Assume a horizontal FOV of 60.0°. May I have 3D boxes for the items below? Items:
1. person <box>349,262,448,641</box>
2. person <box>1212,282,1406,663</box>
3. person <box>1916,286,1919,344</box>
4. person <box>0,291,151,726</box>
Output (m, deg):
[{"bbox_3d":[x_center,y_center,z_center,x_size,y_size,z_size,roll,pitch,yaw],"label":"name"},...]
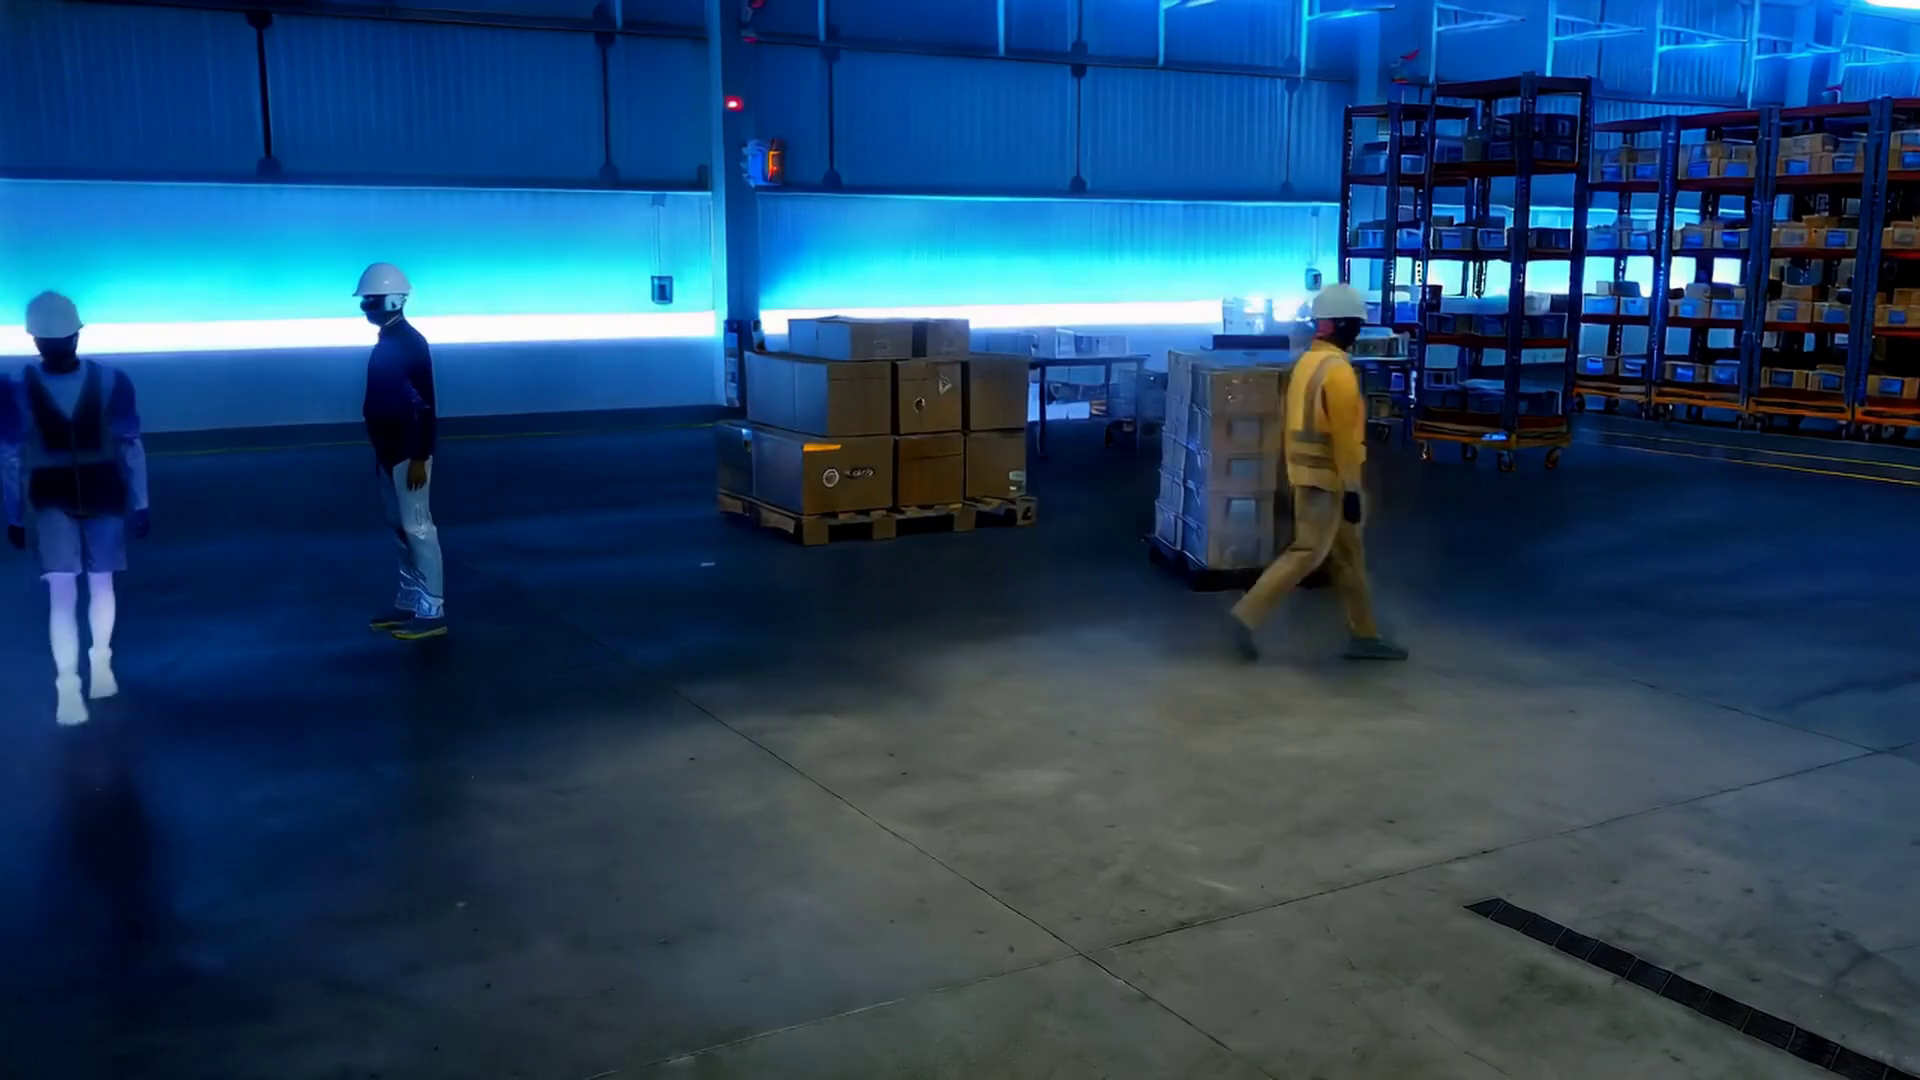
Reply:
[{"bbox_3d":[-2.981,-0.466,8.822,0.396,1.992,0.622,-7,12,-36],"label":"person"},{"bbox_3d":[1.742,-0.313,8.212,0.948,1.919,0.612,0,10,2],"label":"person"},{"bbox_3d":[16.316,-3.735,27.915,0.582,1.804,0.669,9,13,41],"label":"person"},{"bbox_3d":[-3.898,-0.149,7.352,0.560,1.869,1.037,-6,12,-31],"label":"person"}]
